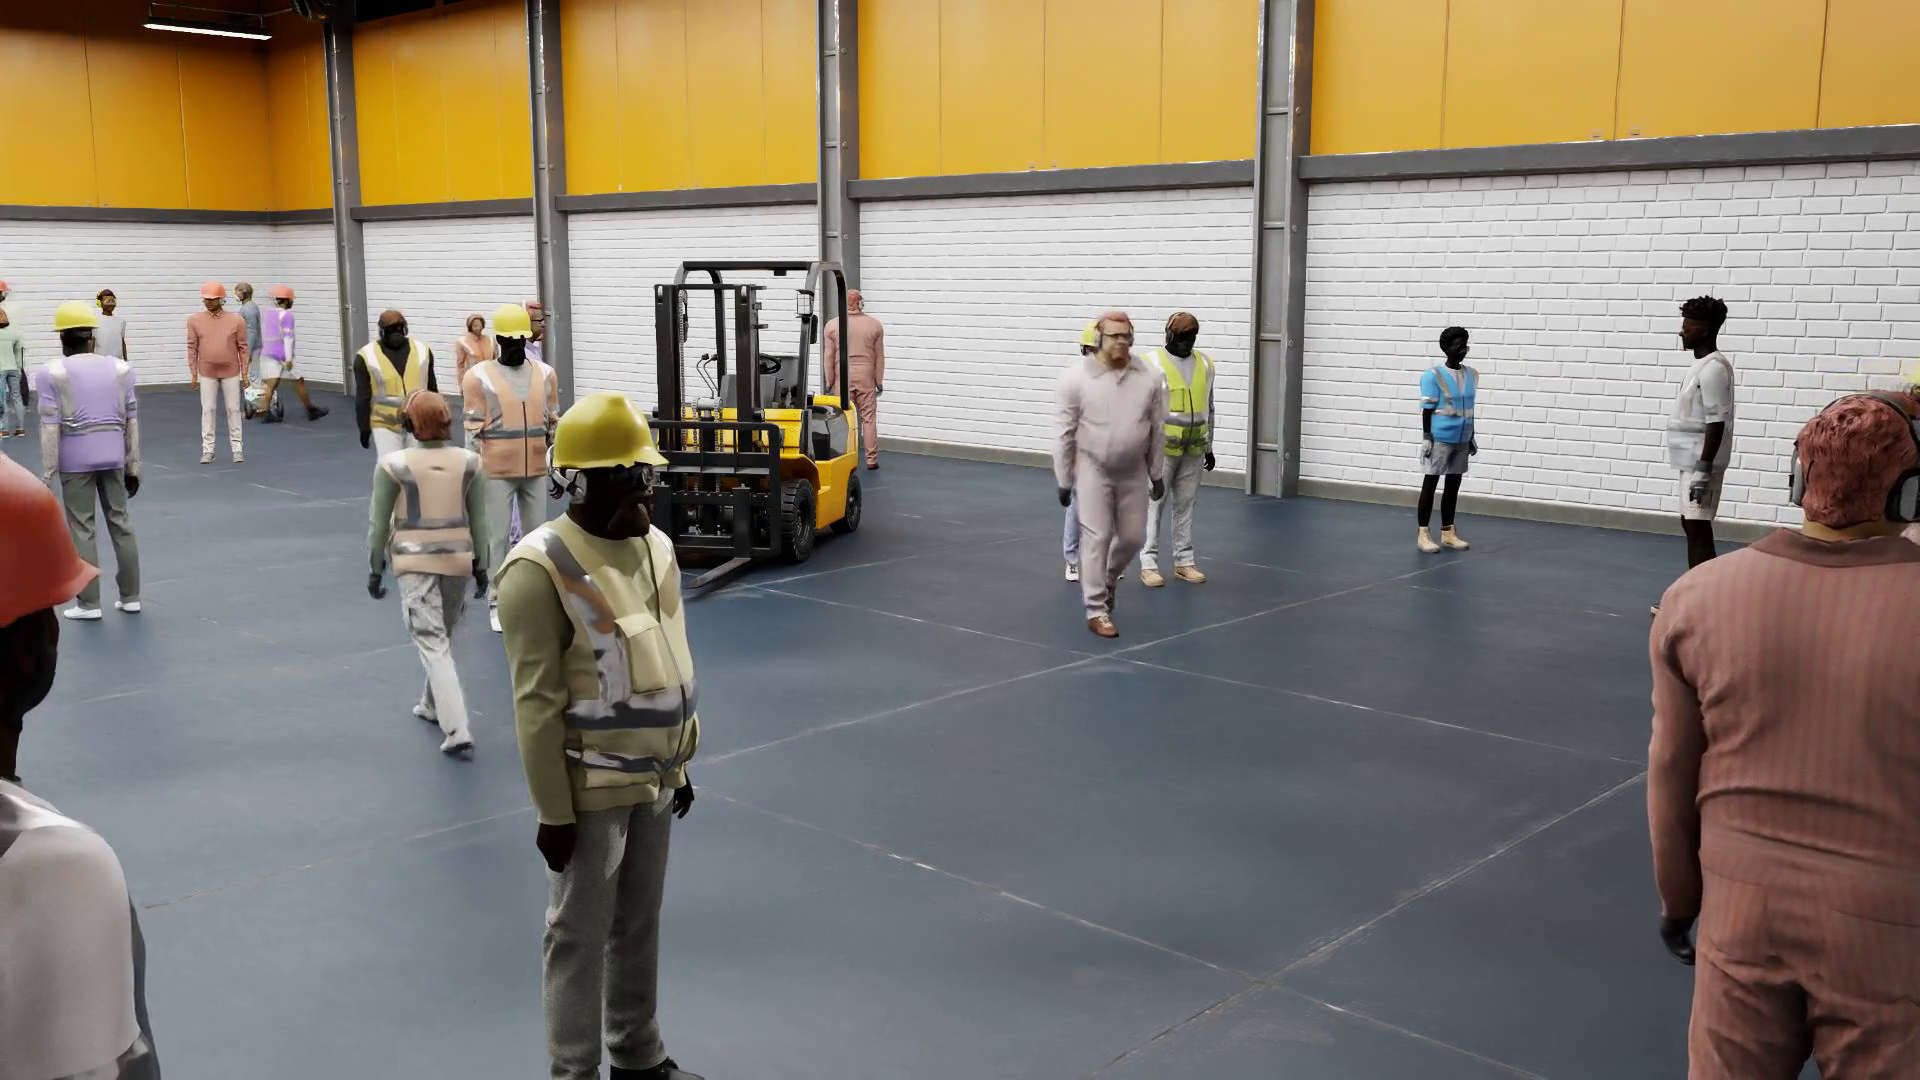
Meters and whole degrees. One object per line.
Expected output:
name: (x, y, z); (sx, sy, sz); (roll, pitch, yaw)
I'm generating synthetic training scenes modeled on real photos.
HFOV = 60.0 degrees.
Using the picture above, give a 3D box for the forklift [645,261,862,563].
forklift: (-1.552, -1.040, 12.721); (1.214, 2.155, 2.313); (2, 9, 11)

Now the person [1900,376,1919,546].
person: (4.273, 0.060, 7.440); (0.914, 1.713, 0.528); (-4, 10, -23)

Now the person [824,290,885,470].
person: (-1.115, -1.676, 17.524); (0.643, 1.902, 0.400); (-1, 9, -7)

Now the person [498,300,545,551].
person: (-3.077, -0.756, 11.899); (0.402, 1.901, 0.647); (-3, 10, -18)

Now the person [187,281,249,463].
person: (-8.096, -1.831, 18.186); (0.612, 1.991, 0.392); (-3, 10, -19)

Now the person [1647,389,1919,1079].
person: (1.584, 0.684, 3.026); (0.406, 1.911, 0.637); (-9, 13, -44)

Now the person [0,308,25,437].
person: (-12.074, -2.109, 20.987); (0.283, 1.633, 0.497); (5, 10, 26)

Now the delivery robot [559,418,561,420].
delivery robot: (-4.151, -1.027, 17.365); (0.707, 0.478, 0.477); (-8, 12, -39)

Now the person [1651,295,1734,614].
person: (4.376, -0.461, 9.876); (0.361, 1.961, 0.613); (3, 10, 17)

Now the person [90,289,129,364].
person: (-10.589, -2.189, 20.757); (0.335, 1.873, 0.519); (6, 11, 31)

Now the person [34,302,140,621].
person: (-5.289, -0.470, 10.069); (0.406, 1.919, 0.613); (6, 11, 34)

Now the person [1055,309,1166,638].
person: (0.855, -0.406, 9.742); (0.670, 1.895, 0.608); (-3, 10, -16)

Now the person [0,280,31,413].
person: (-13.962, -2.805, 24.218); (0.622, 1.961, 0.819); (2, 10, 15)

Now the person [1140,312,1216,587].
person: (1.454, -0.610, 11.185); (0.621, 1.838, 0.430); (-4, 10, -23)

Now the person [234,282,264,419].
person: (-10.063, -2.679, 23.552); (0.373, 1.940, 0.629); (-4, 10, -24)

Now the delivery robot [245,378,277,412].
delivery robot: (-9.965, -2.059, 23.695); (0.477, 0.478, 0.707); (-5, 11, -30)

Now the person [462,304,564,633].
person: (-2.596, -0.418, 9.753); (0.586, 1.919, 0.388); (-8, 12, -40)

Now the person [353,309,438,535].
person: (-4.437, -0.914, 13.128); (0.644, 1.814, 0.565); (-6, 11, -31)

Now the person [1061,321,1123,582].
person: (0.919, -0.599, 11.327); (0.525, 1.769, 0.315); (-3, 10, -15)

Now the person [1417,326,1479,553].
person: (3.670, -0.756, 12.496); (0.537, 1.696, 0.321); (-5, 10, -26)

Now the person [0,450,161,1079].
person: (-1.055, 0.855, 1.873); (0.546, 1.942, 0.348); (4, 10, 26)

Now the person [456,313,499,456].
person: (-5.474, -1.770, 18.934); (0.527, 1.624, 0.415); (-8, 12, -39)

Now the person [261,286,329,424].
person: (-9.294, -2.561, 22.993); (0.567, 1.882, 0.977); (7, 12, 37)

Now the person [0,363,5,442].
person: (-9.531, -1.302, 16.085); (0.521, 1.625, 0.553); (-2, 9, -11)

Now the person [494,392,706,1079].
person: (-0.834, 0.559, 4.023); (0.404, 1.833, 0.590); (4, 10, 21)

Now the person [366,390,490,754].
person: (-2.361, 0.126, 7.429); (0.519, 1.591, 0.886); (-9, 13, -42)
